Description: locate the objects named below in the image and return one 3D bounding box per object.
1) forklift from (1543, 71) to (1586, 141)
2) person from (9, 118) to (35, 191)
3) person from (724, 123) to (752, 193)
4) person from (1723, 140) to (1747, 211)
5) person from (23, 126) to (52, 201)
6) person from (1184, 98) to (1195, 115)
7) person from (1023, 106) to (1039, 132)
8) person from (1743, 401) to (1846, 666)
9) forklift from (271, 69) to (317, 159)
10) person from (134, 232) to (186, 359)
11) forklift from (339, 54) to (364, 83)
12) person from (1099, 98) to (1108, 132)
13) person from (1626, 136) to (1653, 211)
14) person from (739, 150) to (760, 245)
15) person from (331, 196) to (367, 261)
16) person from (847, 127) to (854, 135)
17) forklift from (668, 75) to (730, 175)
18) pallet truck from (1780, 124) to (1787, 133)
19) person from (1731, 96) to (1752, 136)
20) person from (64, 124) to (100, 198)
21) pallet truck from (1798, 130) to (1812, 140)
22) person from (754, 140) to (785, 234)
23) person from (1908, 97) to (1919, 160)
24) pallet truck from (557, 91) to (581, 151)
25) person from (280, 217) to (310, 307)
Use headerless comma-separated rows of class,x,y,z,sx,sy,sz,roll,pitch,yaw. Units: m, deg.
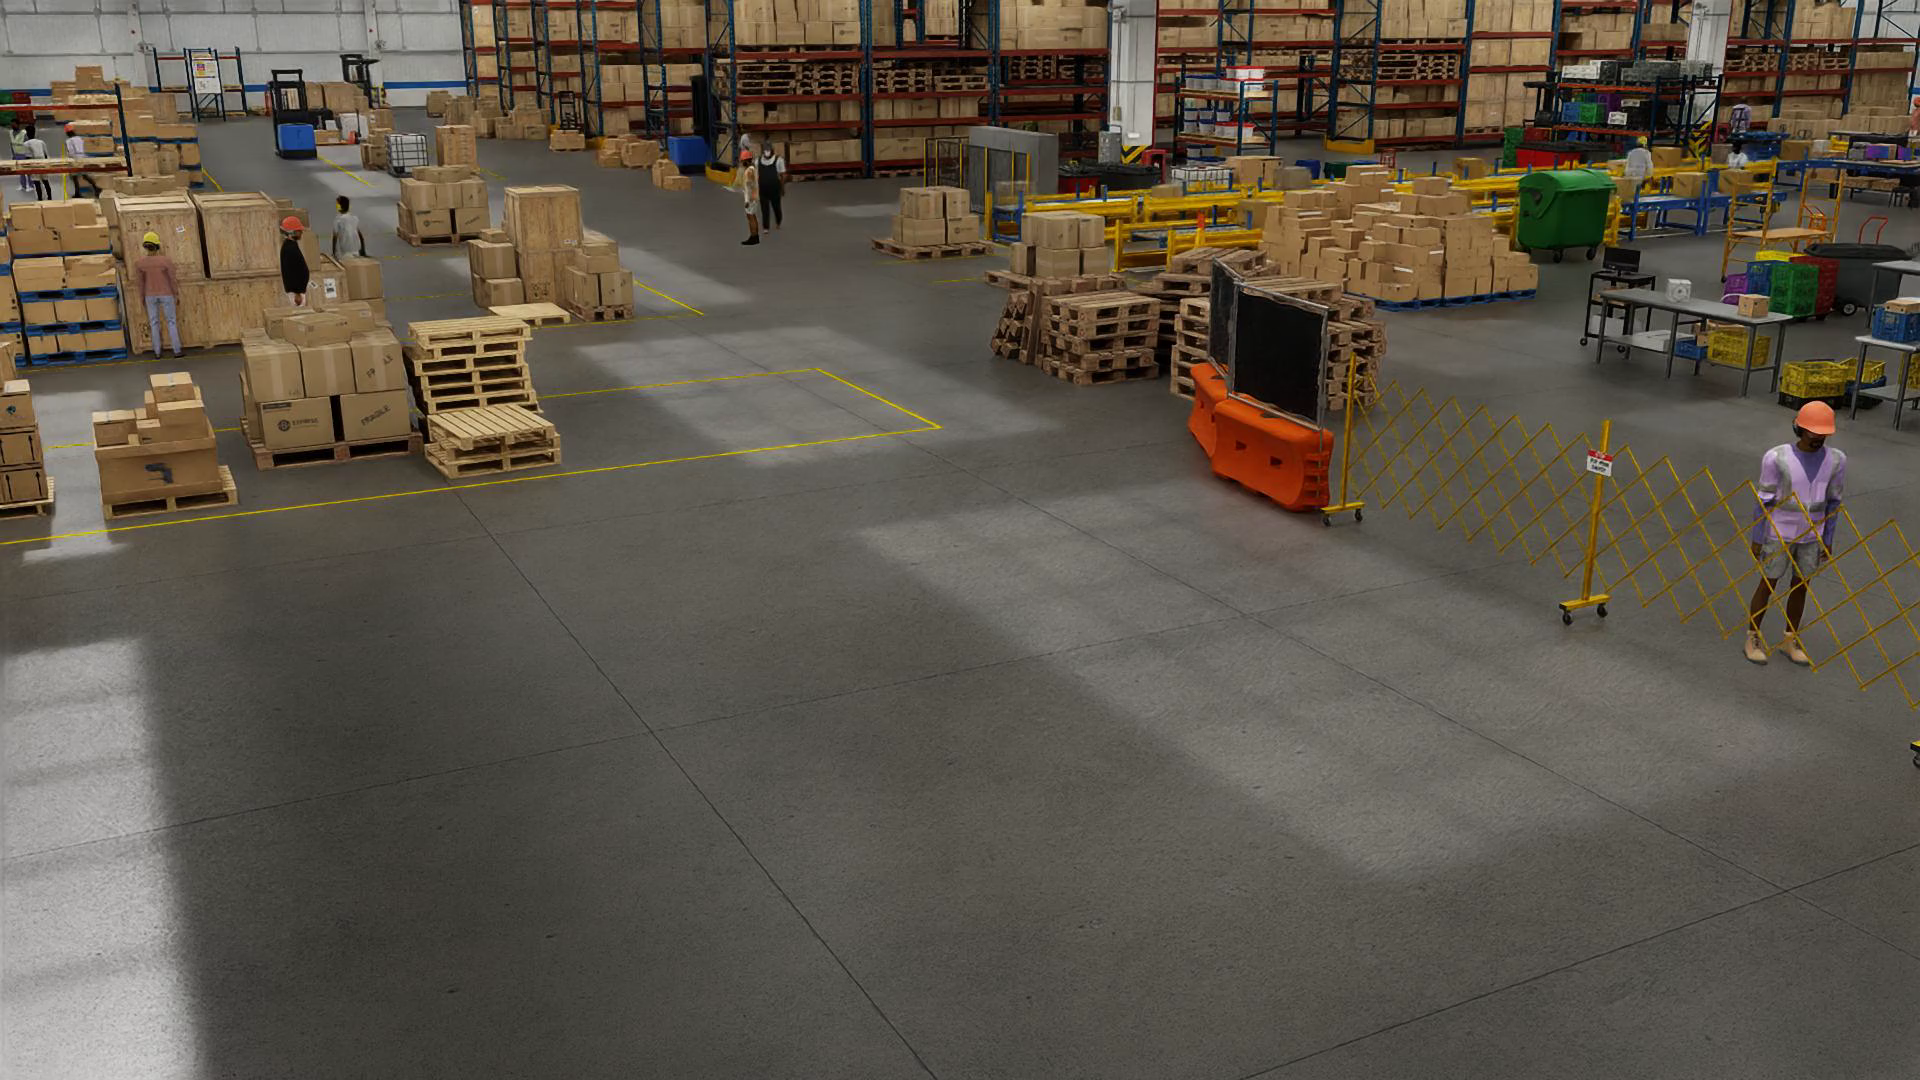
forklift,18.685,-13.231,52.085,1.873,2.768,1.129,-9,20,-26
person,-25.123,-10.310,44.523,0.588,1.922,0.392,5,18,15
person,-5.786,-10.106,44.051,1.002,1.812,0.493,-1,18,-3
person,18.731,-8.800,40.209,0.412,1.679,0.547,-10,20,-28
person,-22.786,-9.222,41.057,0.367,1.967,0.602,8,20,24
person,8.930,-16.634,64.701,0.498,1.633,0.284,14,23,37
person,2.266,-13.093,53.559,0.532,1.697,0.319,6,19,18
person,6.196,-0.041,12.329,0.609,2.034,0.397,0,18,1
forklift,-21.809,-13.930,54.263,1.129,2.768,1.873,-9,20,-27
person,-11.204,-3.413,23.272,0.525,1.769,0.313,-4,18,-13
forklift,-25.815,-19.245,70.834,1.873,2.768,1.129,9,20,27
person,4.890,-13.928,55.954,0.449,1.838,0.630,13,22,34
person,16.384,-8.831,40.146,0.952,1.779,0.581,-9,20,-26
person,-4.374,-7.098,34.515,0.391,1.924,0.548,2,18,6
person,-10.001,-4.712,27.256,0.993,1.820,0.497,10,20,28
person,-3.421,-11.999,50.186,0.661,1.678,0.540,-9,20,-26
forklift,-7.619,-12.251,49.026,1.873,2.768,1.129,-9,20,-26
pallet truck,25.206,-12.542,52.601,1.601,1.201,0.680,0,18,-2
person,25.832,-13.694,55.046,0.630,1.940,0.372,16,24,41
person,-22.621,-9.736,42.780,0.815,1.905,0.556,6,19,18
pallet truck,25.526,-11.556,49.408,1.630,1.274,0.653,-9,20,-26
person,-4.140,-7.750,36.350,0.683,2.000,0.813,1,18,4
person,30.784,-13.261,53.621,0.393,1.985,0.611,-1,18,-2
pallet truck,-13.495,-14.412,57.188,0.823,1.965,1.885,-3,18,-9
person,-9.210,-3.492,23.150,0.387,1.992,0.621,-6,19,-17
